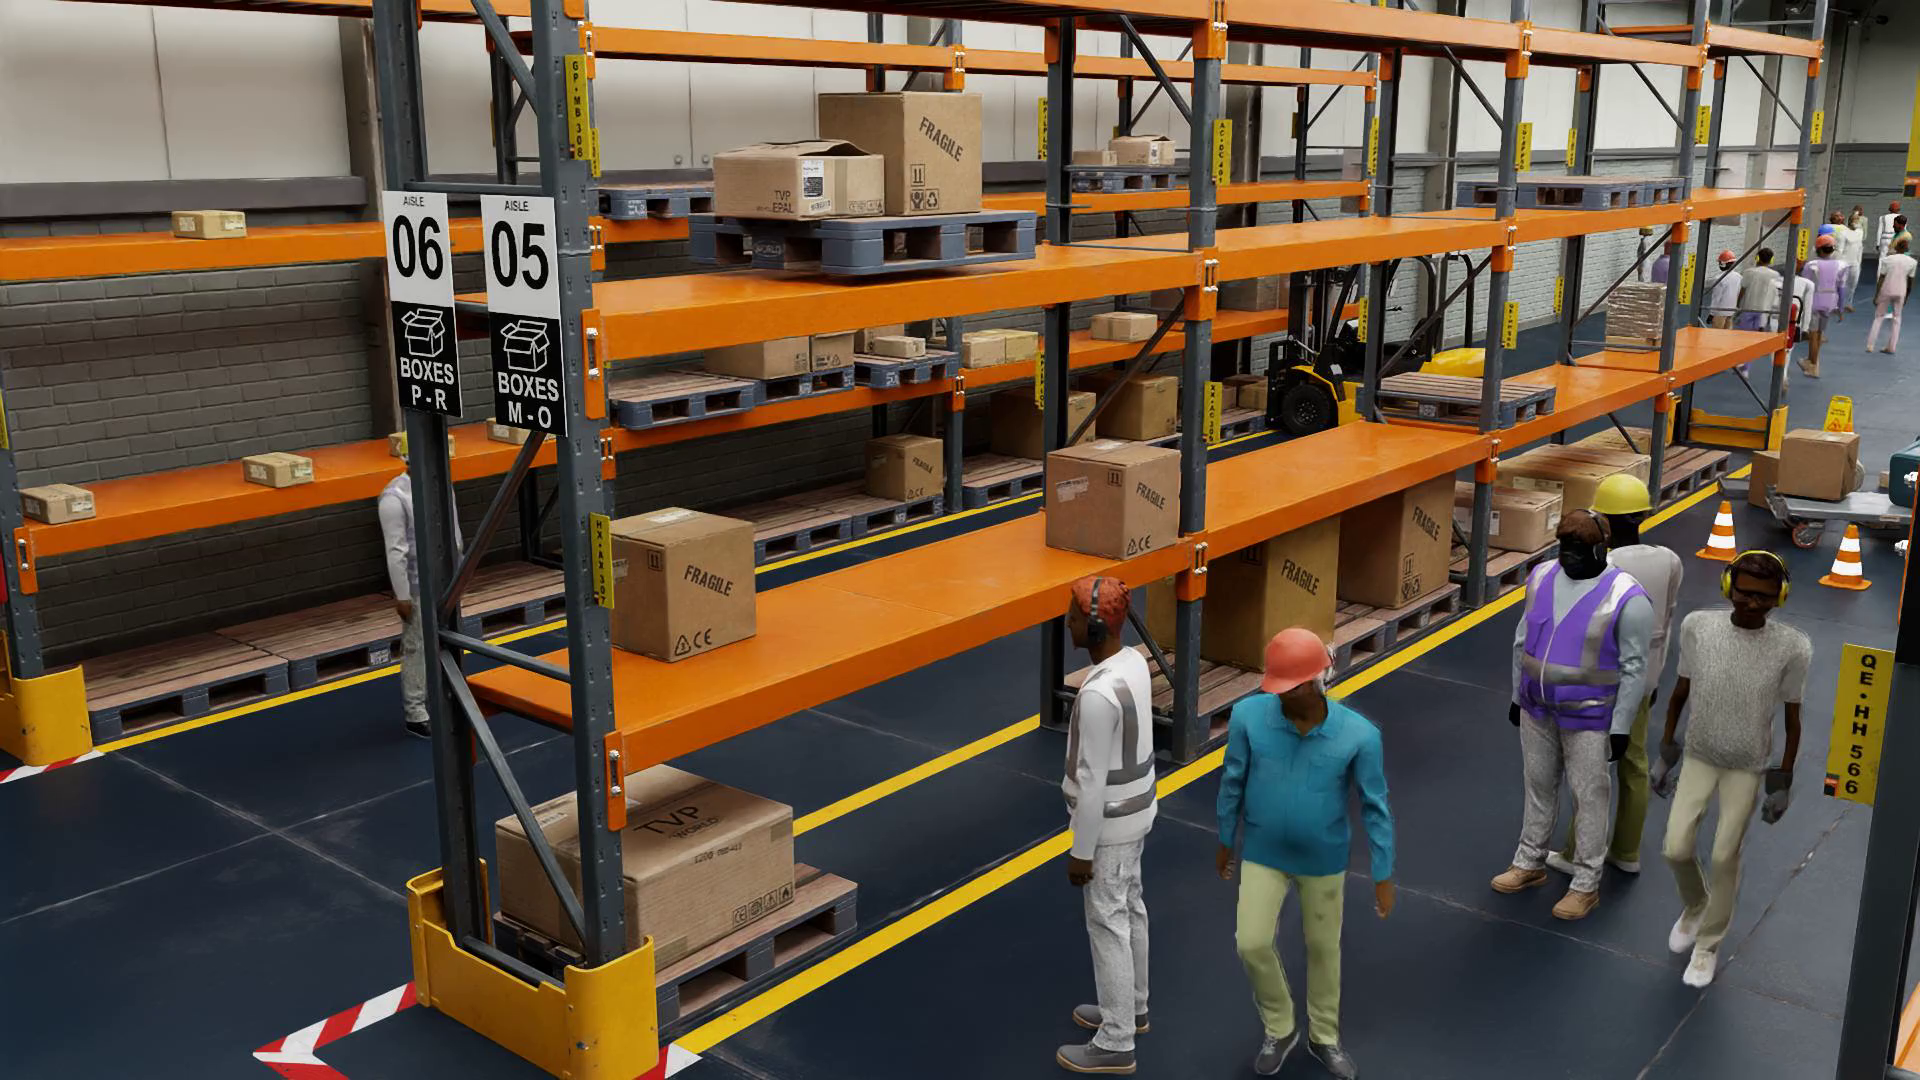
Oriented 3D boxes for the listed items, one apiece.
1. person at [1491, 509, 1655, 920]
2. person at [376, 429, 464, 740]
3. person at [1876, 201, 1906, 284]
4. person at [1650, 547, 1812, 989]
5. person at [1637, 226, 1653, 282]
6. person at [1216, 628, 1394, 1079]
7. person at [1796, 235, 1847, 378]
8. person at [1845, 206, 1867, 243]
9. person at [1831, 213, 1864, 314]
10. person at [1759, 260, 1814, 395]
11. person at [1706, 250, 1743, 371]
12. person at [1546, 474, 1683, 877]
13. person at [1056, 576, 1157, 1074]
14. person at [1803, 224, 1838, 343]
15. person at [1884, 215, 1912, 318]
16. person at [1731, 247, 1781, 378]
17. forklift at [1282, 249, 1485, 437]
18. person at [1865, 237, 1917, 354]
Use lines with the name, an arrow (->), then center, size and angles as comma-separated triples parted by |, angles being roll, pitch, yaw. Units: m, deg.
person -> 2.700, 0.760, 7.389 | 0.429, 1.841, 0.634 | -9, 17, -33
person -> -3.064, 0.224, 9.585 | 0.403, 1.830, 0.599 | 4, 14, 16
person -> 21.238, -6.771, 37.960 | 0.580, 1.884, 0.352 | 10, 17, 35
person -> 3.081, 0.917, 6.730 | 0.538, 1.846, 0.407 | 10, 17, 35
person -> 13.256, -5.314, 32.319 | 0.310, 1.743, 0.493 | 7, 15, 26
person -> 1.245, 1.148, 6.028 | 0.653, 1.726, 0.408 | 4, 14, 16
person -> 12.222, -3.350, 23.797 | 0.638, 2.003, 0.927 | 0, 14, -1
person -> 22.794, -7.709, 42.403 | 0.518, 1.584, 0.872 | 11, 18, 38
person -> 16.981, -5.281, 31.820 | 0.641, 1.919, 0.394 | -6, 15, -22
person -> 10.976, -2.852, 22.065 | 0.579, 1.860, 0.855 | 2, 14, 8
person -> 11.094, -3.331, 24.220 | 0.563, 1.753, 0.327 | -8, 16, -28
person -> 3.009, 0.643, 7.696 | 0.591, 1.922, 0.387 | -5, 15, -19
person -> 0.547, 1.044, 6.172 | 0.353, 1.876, 0.569 | 4, 14, 17
person -> 14.231, -4.242, 27.526 | 0.380, 1.951, 0.604 | 2, 14, 10
person -> 17.578, -5.120, 31.182 | 0.390, 1.914, 0.587 | 1, 14, 6
person -> 11.275, -3.221, 23.598 | 0.556, 1.837, 0.436 | 5, 15, 21
forklift -> 4.886, -2.214, 18.767 | 2.313, 2.155, 1.214 | 11, 18, 38
person -> 14.607, -3.818, 26.047 | 0.536, 1.832, 0.420 | 5, 15, 21
